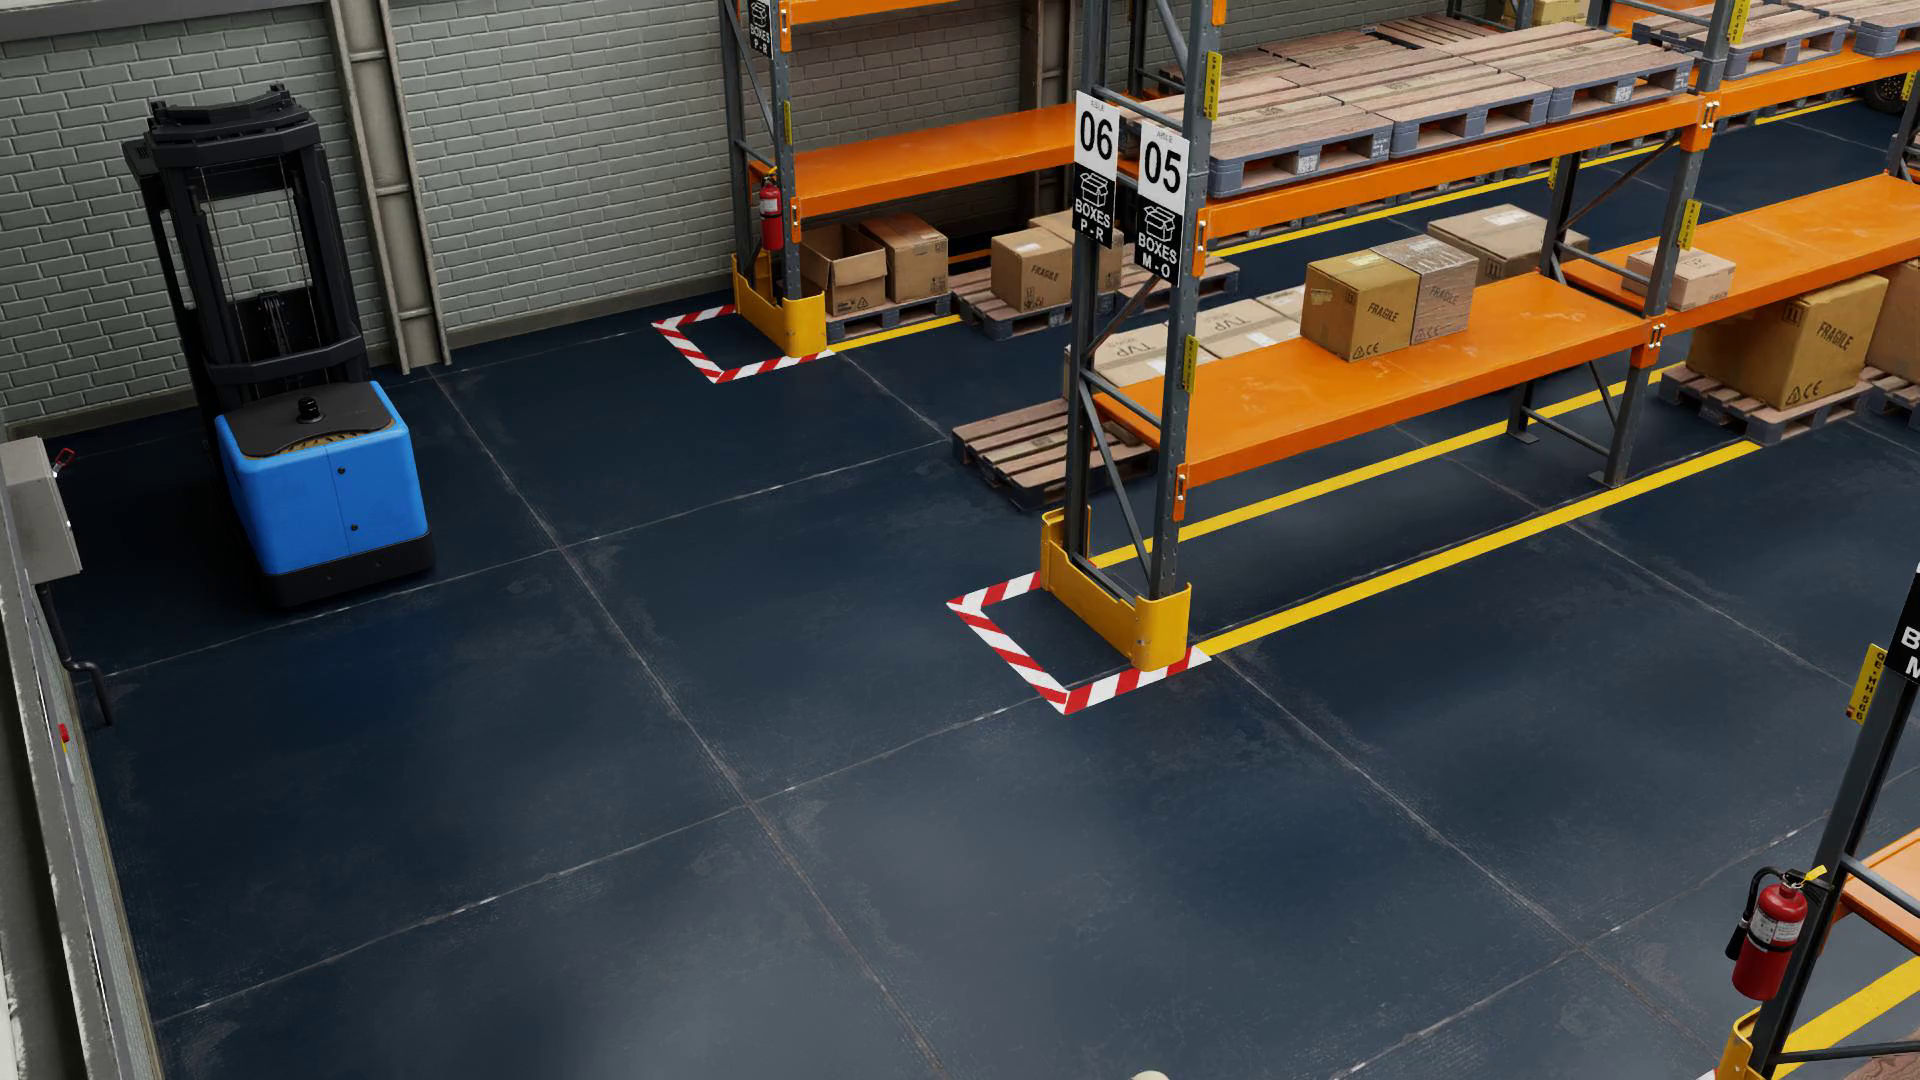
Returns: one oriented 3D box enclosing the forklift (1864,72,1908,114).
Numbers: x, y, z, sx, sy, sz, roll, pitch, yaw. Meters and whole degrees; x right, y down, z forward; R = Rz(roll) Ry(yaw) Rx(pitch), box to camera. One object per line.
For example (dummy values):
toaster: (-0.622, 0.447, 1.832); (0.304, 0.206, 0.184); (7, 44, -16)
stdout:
forklift: (11.468, -5.645, 18.244); (1.214, 2.155, 2.313); (-17, 36, -26)

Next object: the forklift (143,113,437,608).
forklift: (-4.289, -1.259, 10.509); (1.129, 2.768, 1.873); (-17, 36, -26)

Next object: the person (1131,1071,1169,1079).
person: (0.604, 2.423, 5.574); (0.610, 1.795, 0.464); (-18, 36, -26)
